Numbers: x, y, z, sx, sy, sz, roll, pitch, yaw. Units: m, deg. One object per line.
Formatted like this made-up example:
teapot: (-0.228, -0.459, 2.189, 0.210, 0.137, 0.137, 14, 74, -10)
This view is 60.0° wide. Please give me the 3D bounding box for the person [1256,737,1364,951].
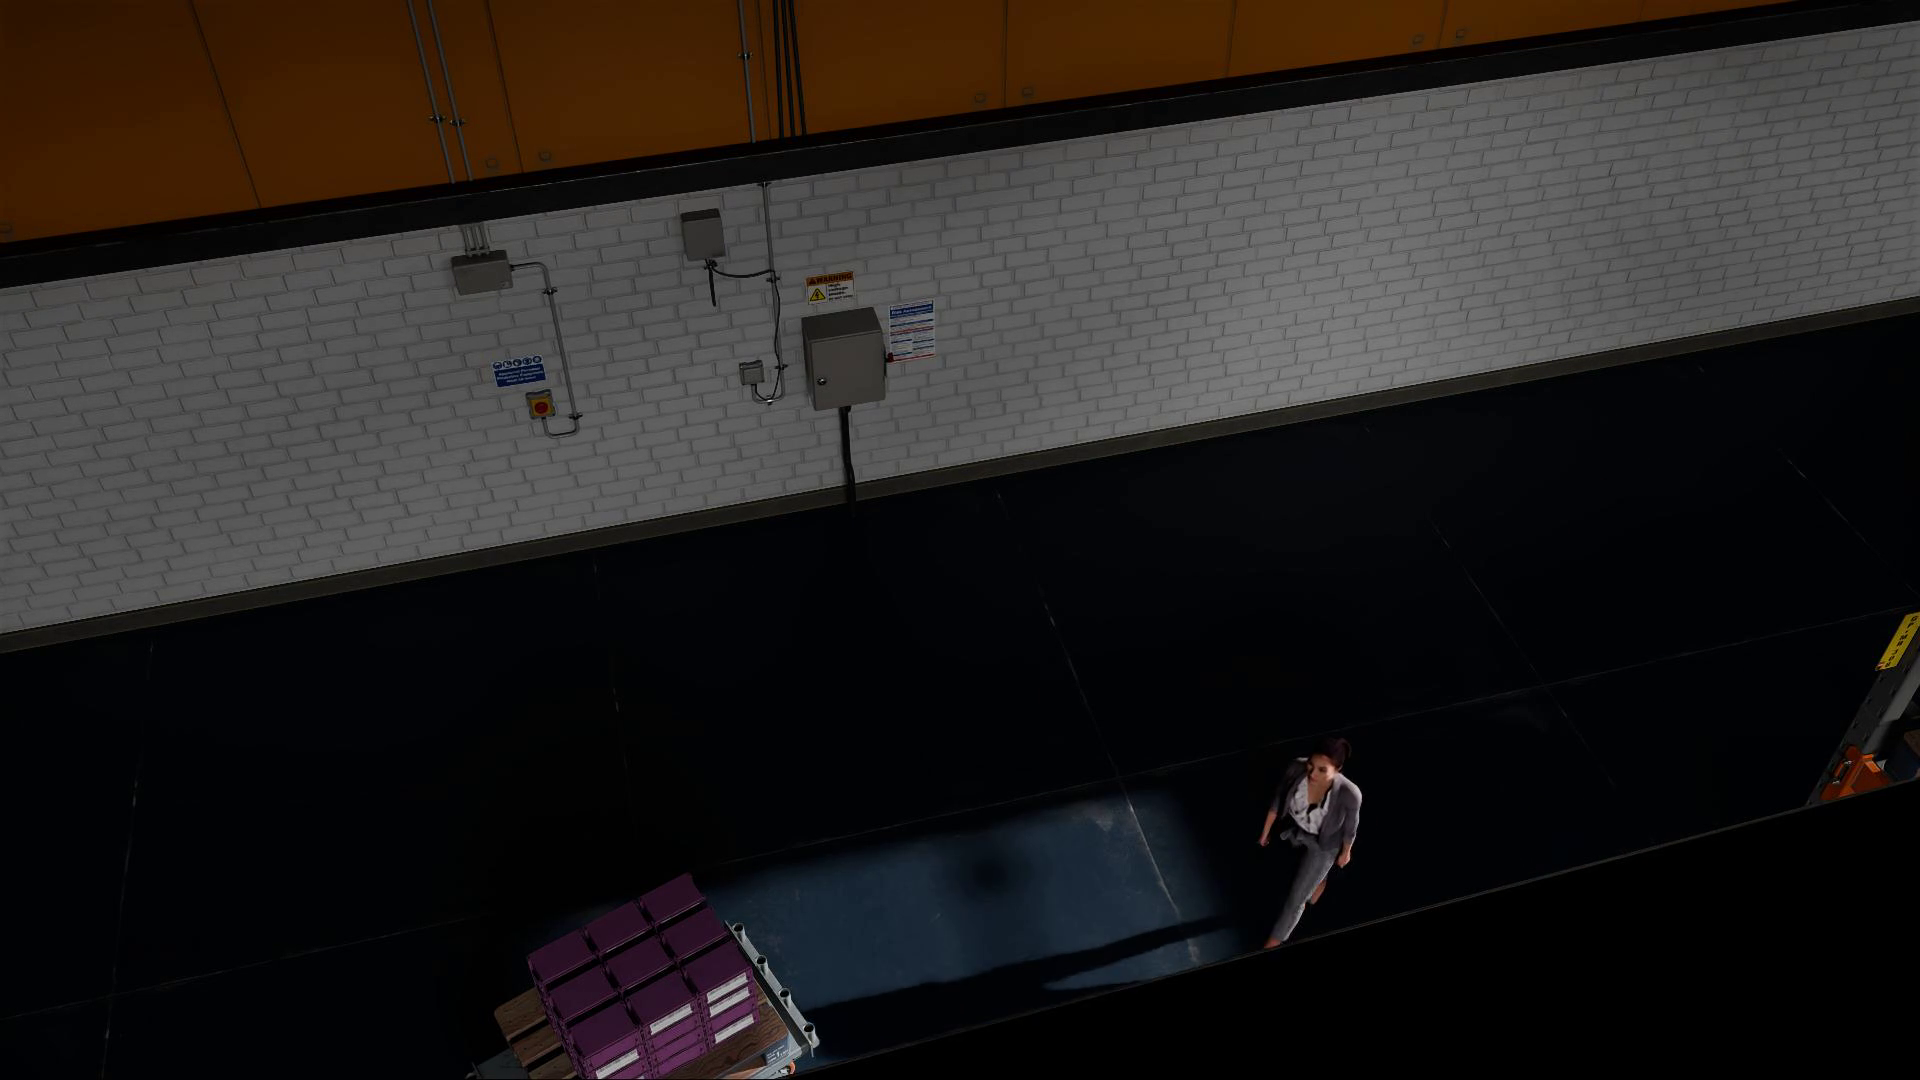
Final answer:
person: (1.993, 1.617, 9.211, 1.119, 1.625, 1.043, 34, 53, 30)
